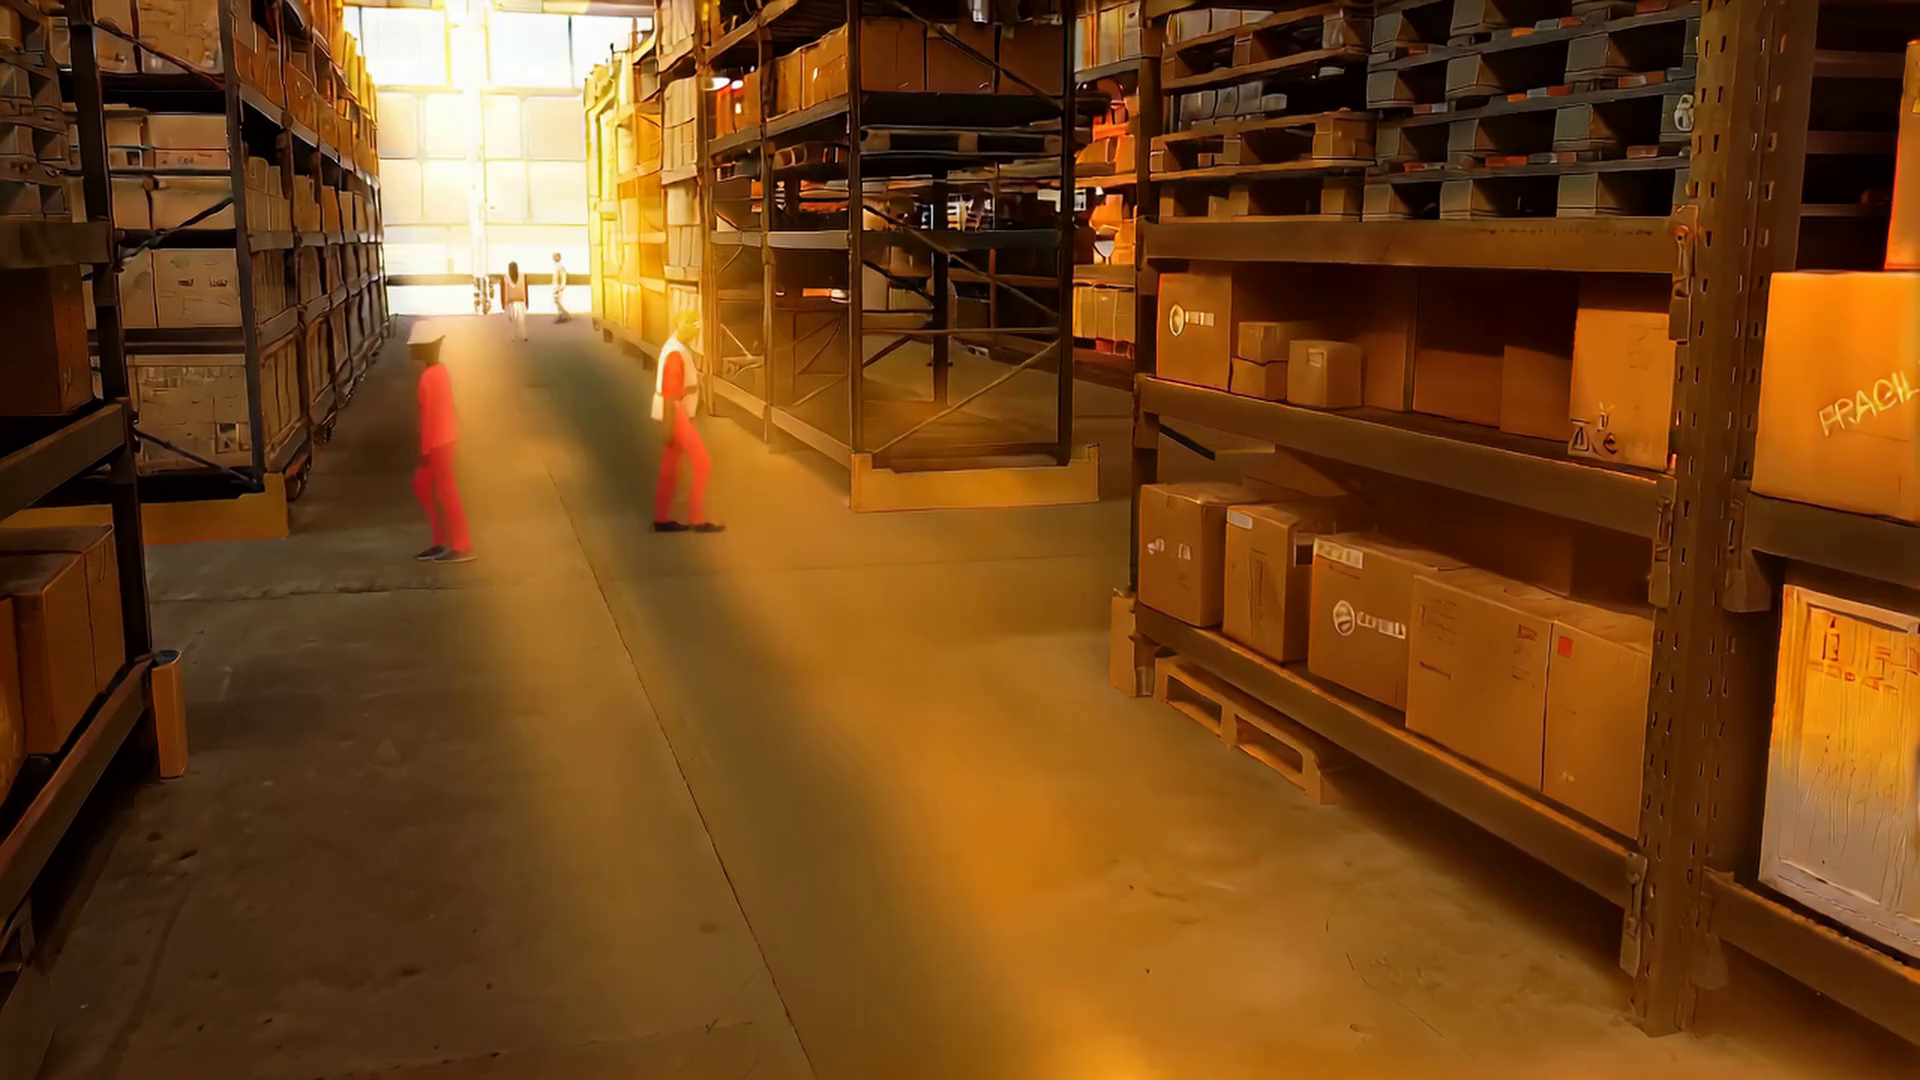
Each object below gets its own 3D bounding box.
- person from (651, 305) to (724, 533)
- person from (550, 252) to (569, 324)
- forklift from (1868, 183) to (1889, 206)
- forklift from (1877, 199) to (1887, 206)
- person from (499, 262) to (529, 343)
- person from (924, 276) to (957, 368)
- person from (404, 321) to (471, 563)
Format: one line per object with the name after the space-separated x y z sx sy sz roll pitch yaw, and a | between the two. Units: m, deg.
-2.141 -0.949 13.207 0.709 1.814 0.596 -2 10 -10 | person
-10.902 -6.836 45.139 0.383 1.929 0.565 -1 10 -7 | person
7.772 -1.629 13.998 1.873 2.768 1.129 -3 11 -16 | forklift
11.338 -2.915 21.052 1.129 2.768 1.873 -3 11 -17 | forklift
-9.864 -5.255 36.866 0.656 1.788 0.964 -5 11 -24 | person
-0.371 -4.022 29.793 0.643 1.908 0.399 6 12 31 | person
-3.809 -0.693 11.952 0.558 1.743 0.559 -2 11 -11 | person
